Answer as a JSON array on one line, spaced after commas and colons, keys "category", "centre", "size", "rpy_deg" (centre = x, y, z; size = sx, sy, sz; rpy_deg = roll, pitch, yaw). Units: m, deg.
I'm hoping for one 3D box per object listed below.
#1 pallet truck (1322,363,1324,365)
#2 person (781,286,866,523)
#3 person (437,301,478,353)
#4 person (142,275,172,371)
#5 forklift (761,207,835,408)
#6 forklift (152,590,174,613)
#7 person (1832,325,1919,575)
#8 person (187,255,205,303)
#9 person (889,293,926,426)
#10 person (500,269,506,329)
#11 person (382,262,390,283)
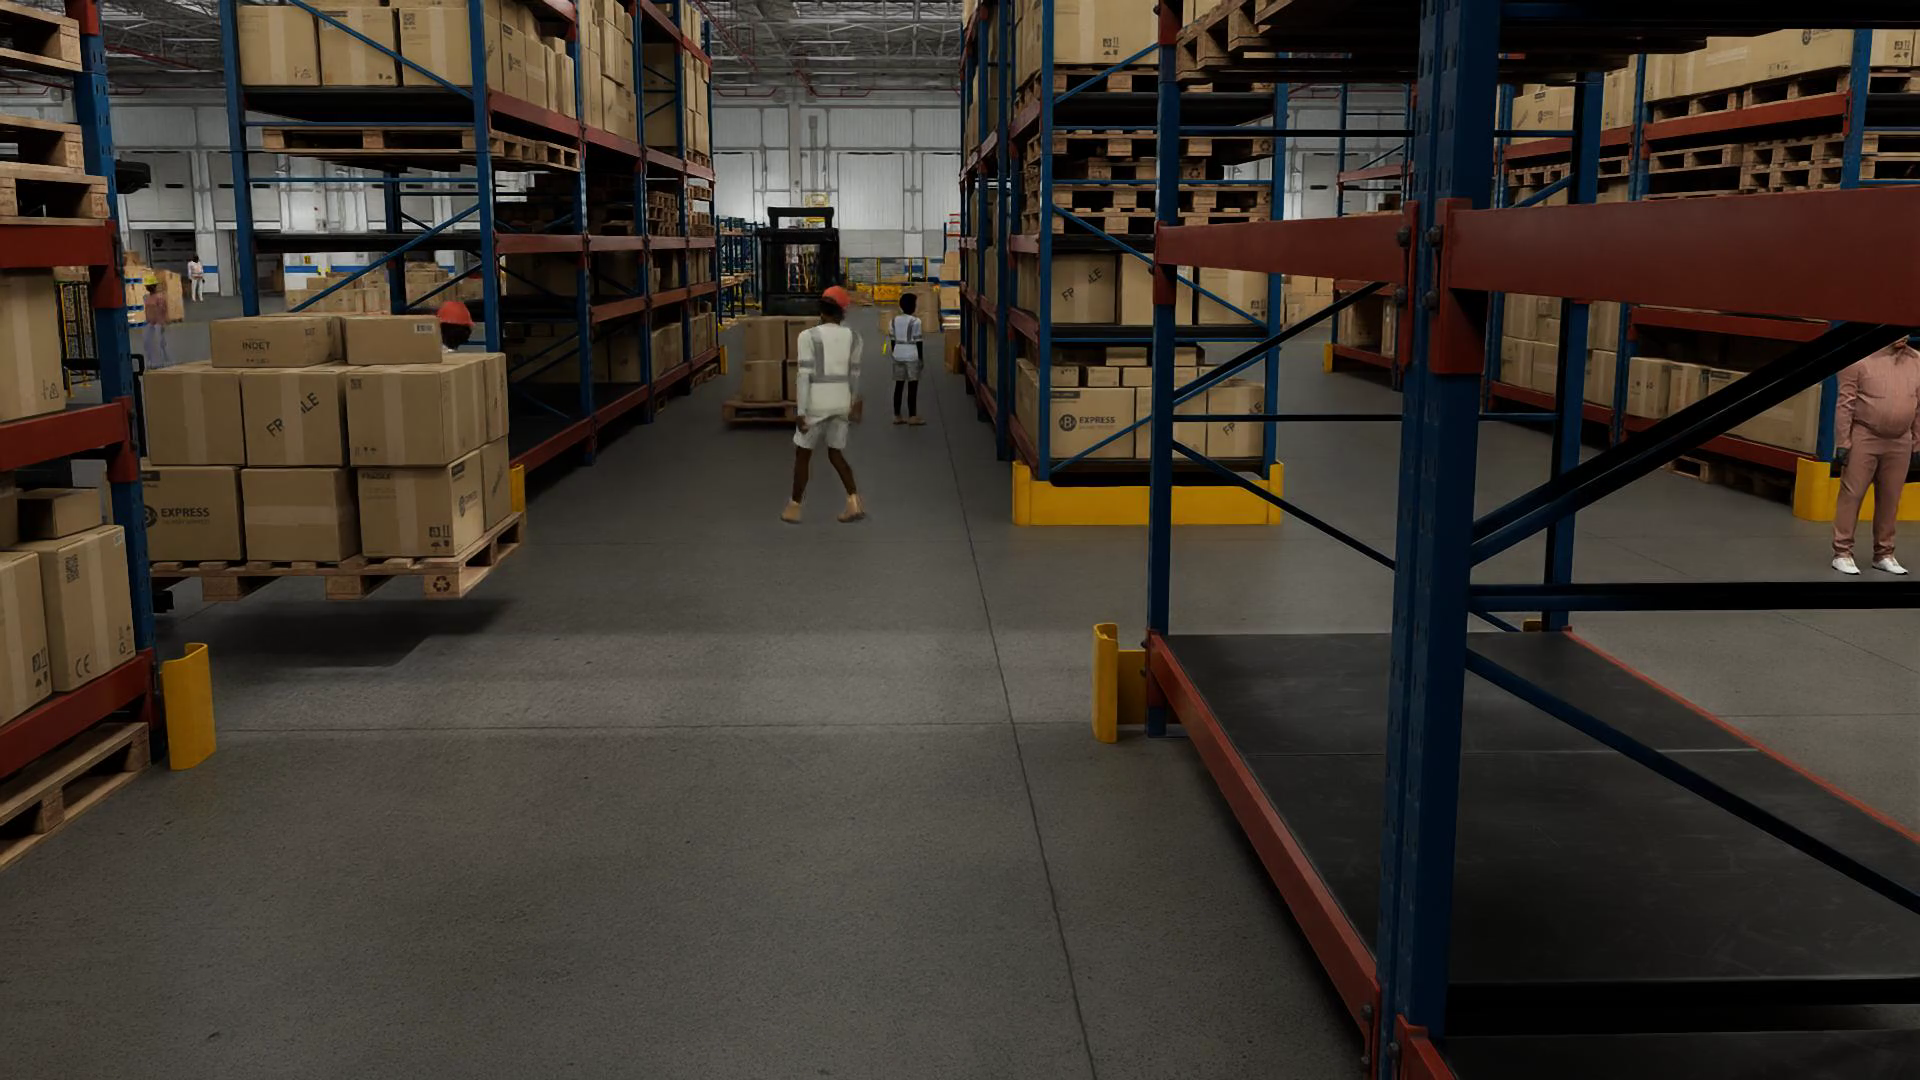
[{"category": "pallet truck", "centre": [7.712, -4.157, 30.737], "size": [1.885, 1.965, 0.823], "rpy_deg": [3, 11, 16]}, {"category": "person", "centre": [-1.097, -1.109, 13.834], "size": [0.657, 1.989, 0.702], "rpy_deg": [-8, 13, -37]}, {"category": "person", "centre": [-3.904, -0.847, 12.557], "size": [0.823, 1.912, 0.555], "rpy_deg": [0, 10, -2]}, {"category": "person", "centre": [-14.379, -3.836, 29.629], "size": [0.545, 1.739, 0.679], "rpy_deg": [5, 11, 25]}, {"category": "forklift", "centre": [-2.236, -3.329, 23.668], "size": [1.129, 2.768, 1.873], "rpy_deg": [0, 10, -2]}, {"category": "forklift", "centre": [-5.858, -0.811, 9.639], "size": [1.873, 2.768, 1.129], "rpy_deg": [-1, 10, -3]}, {"category": "person", "centre": [6.496, -0.693, 11.730], "size": [0.642, 1.900, 0.401], "rpy_deg": [0, 10, -2]}, {"category": "person", "centre": [-29.450, -10.078, 64.166], "size": [0.429, 1.842, 0.626], "rpy_deg": [7, 12, 35]}, {"category": "person", "centre": [-0.668, -2.308, 21.272], "size": [0.540, 1.696, 0.317], "rpy_deg": [9, 13, 40]}, {"category": "person", "centre": [-12.439, -6.623, 44.654], "size": [0.547, 1.934, 0.376], "rpy_deg": [4, 11, 22]}, {"category": "person", "centre": [-21.476, -9.761, 62.343], "size": [0.631, 1.865, 0.752], "rpy_deg": [4, 11, 22]}]
